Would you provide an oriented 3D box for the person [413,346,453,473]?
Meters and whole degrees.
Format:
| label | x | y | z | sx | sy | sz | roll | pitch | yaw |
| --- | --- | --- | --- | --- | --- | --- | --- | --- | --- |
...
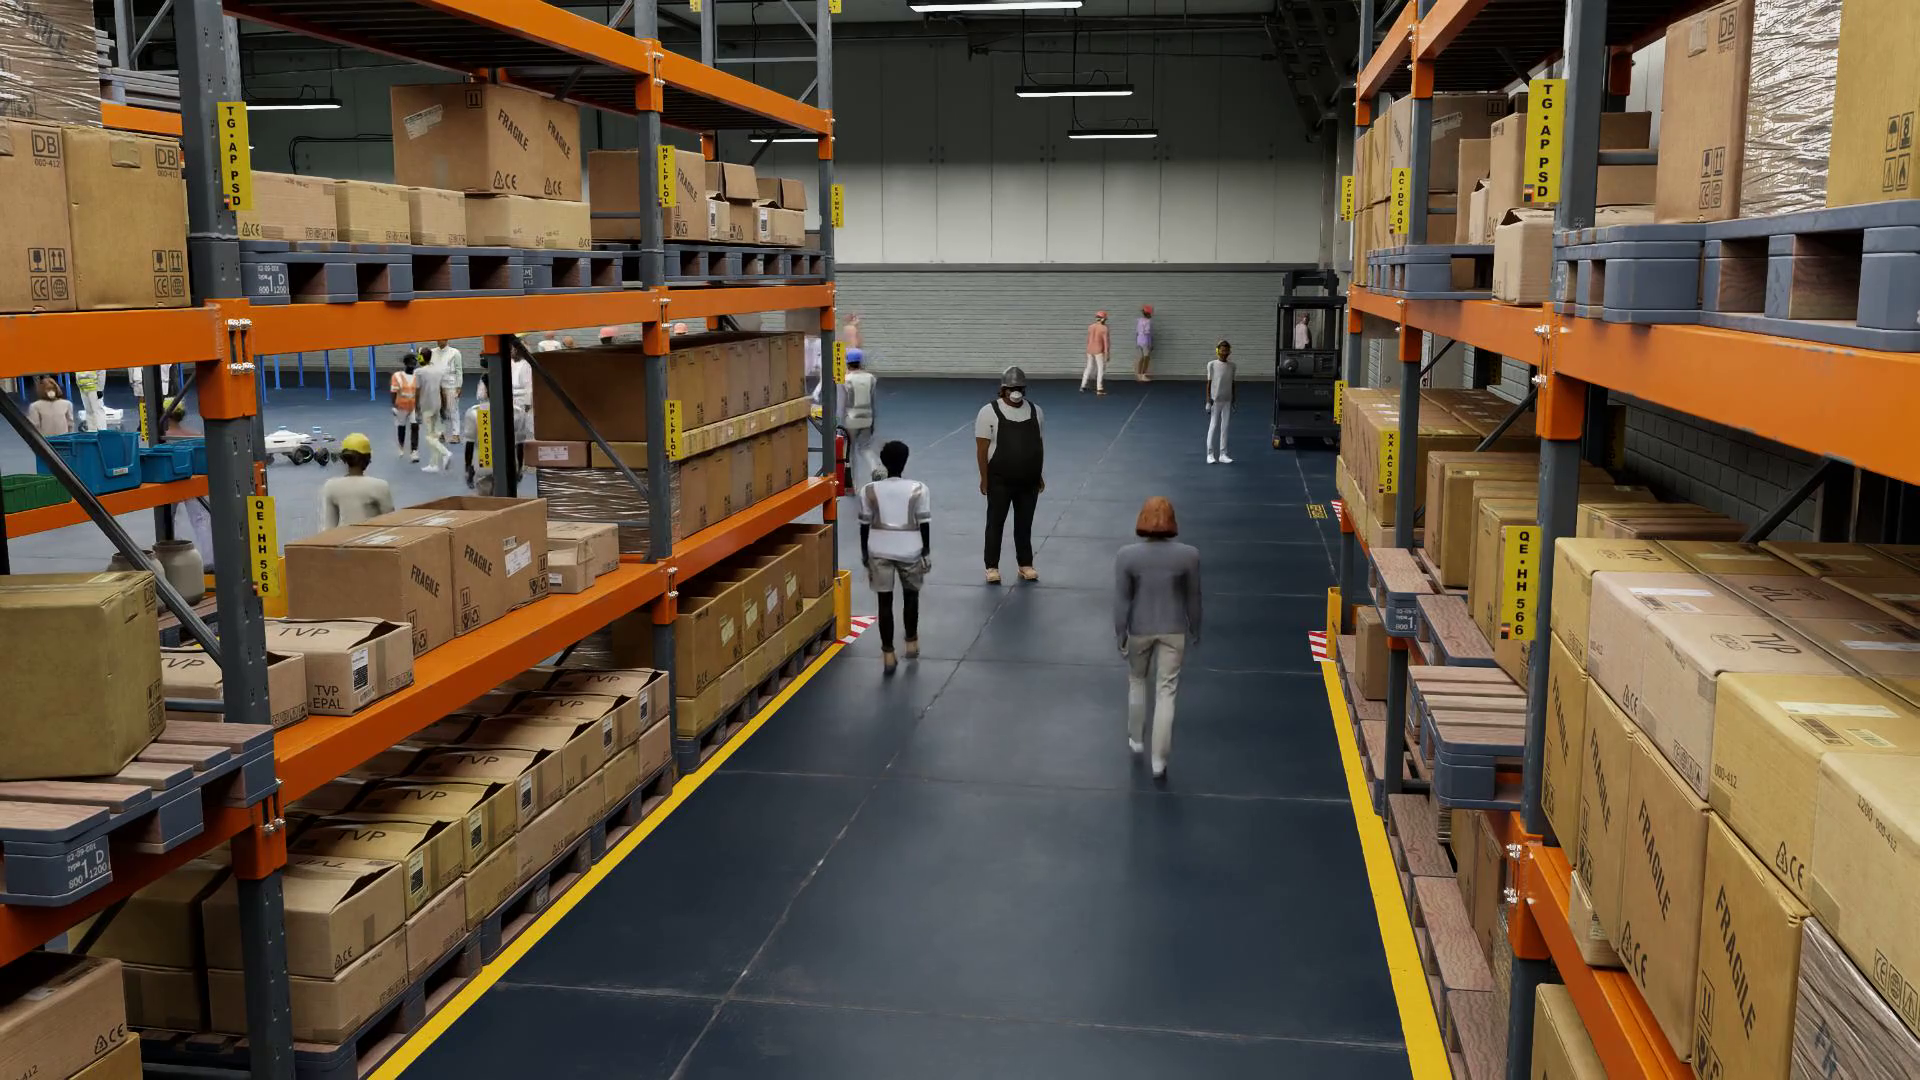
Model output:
| label | x | y | z | sx | sy | sz | roll | pitch | yaw |
| --- | --- | --- | --- | --- | --- | --- | --- | --- | --- |
| person | -7.600 | -1.876 | 24.011 | 0.639 | 1.843 | 0.539 | 6 | 11 | 31 |

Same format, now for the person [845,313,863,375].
| label | x | y | z | sx | sy | sz | roll | pitch | yaw |
| --- | --- | --- | --- | --- | --- | --- | --- | --- | --- |
| person | -2.635 | -4.610 | 40.713 | 0.563 | 1.890 | 0.650 | -2 | 10 | -14 |

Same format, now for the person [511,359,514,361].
| label | x | y | z | sx | sy | sz | roll | pitch | yaw |
| --- | --- | --- | --- | --- | --- | --- | --- | --- | --- |
| person | -8.452 | -2.849 | 30.776 | 0.524 | 1.585 | 0.900 | -1 | 9 | -5 |

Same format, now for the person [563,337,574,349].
| label | x | y | z | sx | sy | sz | roll | pitch | yaw |
| --- | --- | --- | --- | --- | --- | --- | --- | --- | --- |
| person | -7.815 | -3.255 | 33.239 | 0.558 | 1.597 | 0.835 | -4 | 10 | -25 |

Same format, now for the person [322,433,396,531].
| label | x | y | z | sx | sy | sz | roll | pitch | yaw |
| --- | --- | --- | --- | --- | --- | --- | --- | --- | --- |
| person | -4.401 | 0.072 | 12.362 | 0.532 | 1.724 | 0.900 | 2 | 9 | 14 |

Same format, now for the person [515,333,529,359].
| label | x | y | z | sx | sy | sz | roll | pitch | yaw |
| --- | --- | --- | --- | --- | --- | --- | --- | --- | --- |
| person | -8.954 | -3.355 | 33.449 | 0.555 | 1.723 | 0.859 | 7 | 11 | 35 |

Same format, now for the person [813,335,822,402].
| label | x | y | z | sx | sy | sz | roll | pitch | yaw |
| --- | --- | --- | --- | --- | --- | --- | --- | --- | --- |
| person | -3.065 | -3.940 | 37.119 | 0.486 | 1.716 | 0.764 | 7 | 11 | 36 |

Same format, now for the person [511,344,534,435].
| label | x | y | z | sx | sy | sz | roll | pitch | yaw |
| --- | --- | --- | --- | --- | --- | --- | --- | --- | --- |
| person | -6.737 | -2.154 | 25.718 | 0.583 | 1.854 | 0.916 | 6 | 11 | 34 |

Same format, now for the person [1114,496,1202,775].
| label | x | y | z | sx | sy | sz | roll | pitch | yaw |
| --- | --- | --- | --- | --- | --- | --- | --- | --- | --- |
| person | 1.172 | 0.538 | 9.849 | 0.508 | 1.606 | 0.744 | 1 | 9 | 9 |

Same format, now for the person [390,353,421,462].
| label | x | y | z | sx | sy | sz | roll | pitch | yaw |
| --- | --- | --- | --- | --- | --- | --- | --- | --- | --- |
| person | -8.478 | -2.047 | 25.557 | 0.551 | 1.677 | 0.700 | -4 | 10 | -25 |

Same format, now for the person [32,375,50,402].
| label | x | y | z | sx | sy | sz | roll | pitch | yaw |
| --- | --- | --- | --- | --- | --- | --- | --- | --- | --- |
| person | -19.783 | -3.781 | 35.735 | 0.336 | 1.845 | 0.513 | 8 | 12 | 41 |

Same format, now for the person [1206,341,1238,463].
| label | x | y | z | sx | sy | sz | roll | pitch | yaw |
| --- | --- | --- | --- | --- | --- | --- | --- | --- | --- |
| person | 3.990 | -2.104 | 25.337 | 0.526 | 1.865 | 0.315 | -3 | 10 | -19 |

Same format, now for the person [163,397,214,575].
| label | x | y | z | sx | sy | sz | roll | pitch | yaw |
| --- | --- | --- | --- | --- | --- | --- | --- | --- | --- |
| person | -7.499 | -0.513 | 15.983 | 0.924 | 1.715 | 0.545 | 6 | 11 | 34 |

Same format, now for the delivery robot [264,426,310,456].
| label | x | y | z | sx | sy | sz | roll | pitch | yaw |
| --- | --- | --- | --- | --- | --- | --- | --- | --- | --- |
| delivery robot | -10.355 | -1.497 | 25.460 | 0.707 | 0.478 | 0.477 | -8 | 12 | -40 |

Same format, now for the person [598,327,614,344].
| label | x | y | z | sx | sy | sz | roll | pitch | yaw |
| --- | --- | --- | --- | --- | --- | --- | --- | --- | --- |
| person | -6.411 | -2.990 | 30.736 | 0.971 | 1.898 | 0.549 | -5 | 11 | -29 |

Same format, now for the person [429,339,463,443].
| label | x | y | z | sx | sy | sz | roll | pitch | yaw |
| --- | --- | --- | --- | --- | --- | --- | --- | --- | --- |
| person | -8.754 | -2.621 | 28.264 | 0.614 | 1.946 | 0.389 | 2 | 9 | 12 |

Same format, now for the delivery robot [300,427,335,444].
| label | x | y | z | sx | sy | sz | roll | pitch | yaw |
| --- | --- | --- | --- | --- | --- | --- | --- | --- | --- |
| delivery robot | -9.789 | -1.605 | 25.332 | 0.335 | 0.223 | 0.698 | 2 | 9 | 9 |

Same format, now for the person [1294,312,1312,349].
| label | x | y | z | sx | sy | sz | roll | pitch | yaw |
| --- | --- | --- | --- | --- | --- | --- | --- | --- | --- |
| person | 8.362 | -4.577 | 40.469 | 0.410 | 1.906 | 0.642 | -2 | 9 | -13 |

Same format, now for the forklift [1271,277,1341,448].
| label | x | y | z | sx | sy | sz | roll | pitch | yaw |
| --- | --- | --- | --- | --- | --- | --- | --- | --- | --- |
| forklift | 5.847 | -3.016 | 27.970 | 1.129 | 2.768 | 1.873 | 1 | 9 | 9 |

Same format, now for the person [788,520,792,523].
| label | x | y | z | sx | sy | sz | roll | pitch | yaw |
| --- | --- | --- | --- | --- | --- | --- | --- | --- | --- |
| person | -1.896 | -0.552 | 16.001 | 0.921 | 1.793 | 0.593 | 9 | 13 | 43 |

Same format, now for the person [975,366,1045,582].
| label | x | y | z | sx | sy | sz | roll | pitch | yaw |
| --- | --- | --- | --- | --- | --- | --- | --- | --- | --- |
| person | 0.514 | -0.606 | 15.683 | 0.688 | 2.000 | 0.536 | -3 | 10 | -21 |

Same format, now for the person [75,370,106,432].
| label | x | y | z | sx | sy | sz | roll | pitch | yaw |
| --- | --- | --- | --- | --- | --- | --- | --- | --- | --- |
| person | -14.727 | -2.551 | 28.165 | 0.636 | 1.842 | 0.429 | 6 | 11 | 33 |

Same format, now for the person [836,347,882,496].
| label | x | y | z | sx | sy | sz | roll | pitch | yaw |
| --- | --- | --- | --- | --- | --- | --- | --- | --- | --- |
| person | -1.322 | -1.526 | 21.549 | 0.621 | 1.934 | 0.632 | -7 | 11 | -36 |

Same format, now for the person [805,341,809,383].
| label | x | y | z | sx | sy | sz | roll | pitch | yaw |
| --- | --- | --- | --- | --- | --- | --- | --- | --- | --- |
| person | -3.229 | -3.217 | 32.117 | 0.671 | 1.890 | 0.441 | 7 | 12 | 37 |

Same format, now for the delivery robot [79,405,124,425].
| label | x | y | z | sx | sy | sz | roll | pitch | yaw |
| --- | --- | --- | --- | --- | --- | --- | --- | --- | --- |
| delivery robot | -15.515 | -2.240 | 30.048 | 0.707 | 0.478 | 0.477 | -4 | 10 | -23 |

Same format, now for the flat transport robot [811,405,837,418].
| label | x | y | z | sx | sy | sz | roll | pitch | yaw |
| --- | --- | --- | --- | --- | --- | --- | --- | --- | --- |
| flat transport robot | -3.108 | -2.608 | 33.475 | 0.652 | 0.197 | 1.431 | -8 | 12 | -40 |

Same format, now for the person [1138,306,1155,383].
| label | x | y | z | sx | sy | sz | roll | pitch | yaw |
| --- | --- | --- | --- | --- | --- | --- | --- | --- | --- |
| person | 4.869 | -5.165 | 43.852 | 0.391 | 2.020 | 0.770 | -2 | 9 | -10 |

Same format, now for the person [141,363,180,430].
| label | x | y | z | sx | sy | sz | roll | pitch | yaw |
| --- | --- | --- | --- | --- | --- | --- | --- | --- | --- |
| person | -12.615 | -2.275 | 26.256 | 0.589 | 1.914 | 0.377 | 0 | 9 | 1 |

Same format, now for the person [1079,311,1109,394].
| label | x | y | z | sx | sy | sz | roll | pitch | yaw |
| --- | --- | --- | --- | --- | --- | --- | --- | --- | --- |
| person | 3.220 | -4.452 | 39.508 | 0.769 | 1.966 | 0.583 | 8 | 13 | 42 |

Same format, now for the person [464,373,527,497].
| label | x | y | z | sx | sy | sz | roll | pitch | yaw |
| --- | --- | --- | --- | --- | --- | --- | --- | --- | --- |
| person | -4.622 | -0.729 | 16.654 | 0.596 | 1.923 | 0.682 | -1 | 9 | -3 |

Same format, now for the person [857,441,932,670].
| label | x | y | z | sx | sy | sz | roll | pitch | yaw |
| --- | --- | --- | --- | --- | --- | --- | --- | --- | --- |
| person | -0.473 | 0.090 | 12.375 | 0.558 | 1.663 | 0.756 | 0 | 9 | 3 |

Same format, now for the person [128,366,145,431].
| label | x | y | z | sx | sy | sz | roll | pitch | yaw |
| --- | --- | --- | --- | --- | --- | --- | --- | --- | --- |
| person | -14.937 | -2.969 | 30.449 | 0.552 | 1.939 | 0.372 | -7 | 12 | -37 |

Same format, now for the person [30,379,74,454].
| label | x | y | z | sx | sy | sz | roll | pitch | yaw |
| --- | --- | --- | --- | --- | --- | --- | --- | --- | --- |
| person | -11.316 | -1.219 | 20.748 | 0.510 | 1.585 | 0.900 | -7 | 12 | -37 |

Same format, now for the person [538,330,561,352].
| label | x | y | z | sx | sy | sz | roll | pitch | yaw |
| --- | --- | --- | --- | --- | --- | --- | --- | --- | --- |
| person | -9.152 | -3.898 | 37.161 | 0.520 | 1.624 | 0.522 | -2 | 9 | -13 |

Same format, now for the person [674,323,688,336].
| label | x | y | z | sx | sy | sz | roll | pitch | yaw |
| --- | --- | --- | --- | --- | --- | --- | --- | --- | --- |
| person | -4.965 | -2.871 | 29.662 | 0.608 | 1.995 | 0.377 | -1 | 9 | -4 |

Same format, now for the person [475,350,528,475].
| label | x | y | z | sx | sy | sz | roll | pitch | yaw |
| --- | --- | --- | --- | --- | --- | --- | --- | --- | --- |
| person | -6.622 | -1.847 | 23.910 | 0.814 | 1.823 | 0.641 | -5 | 11 | -29 |
